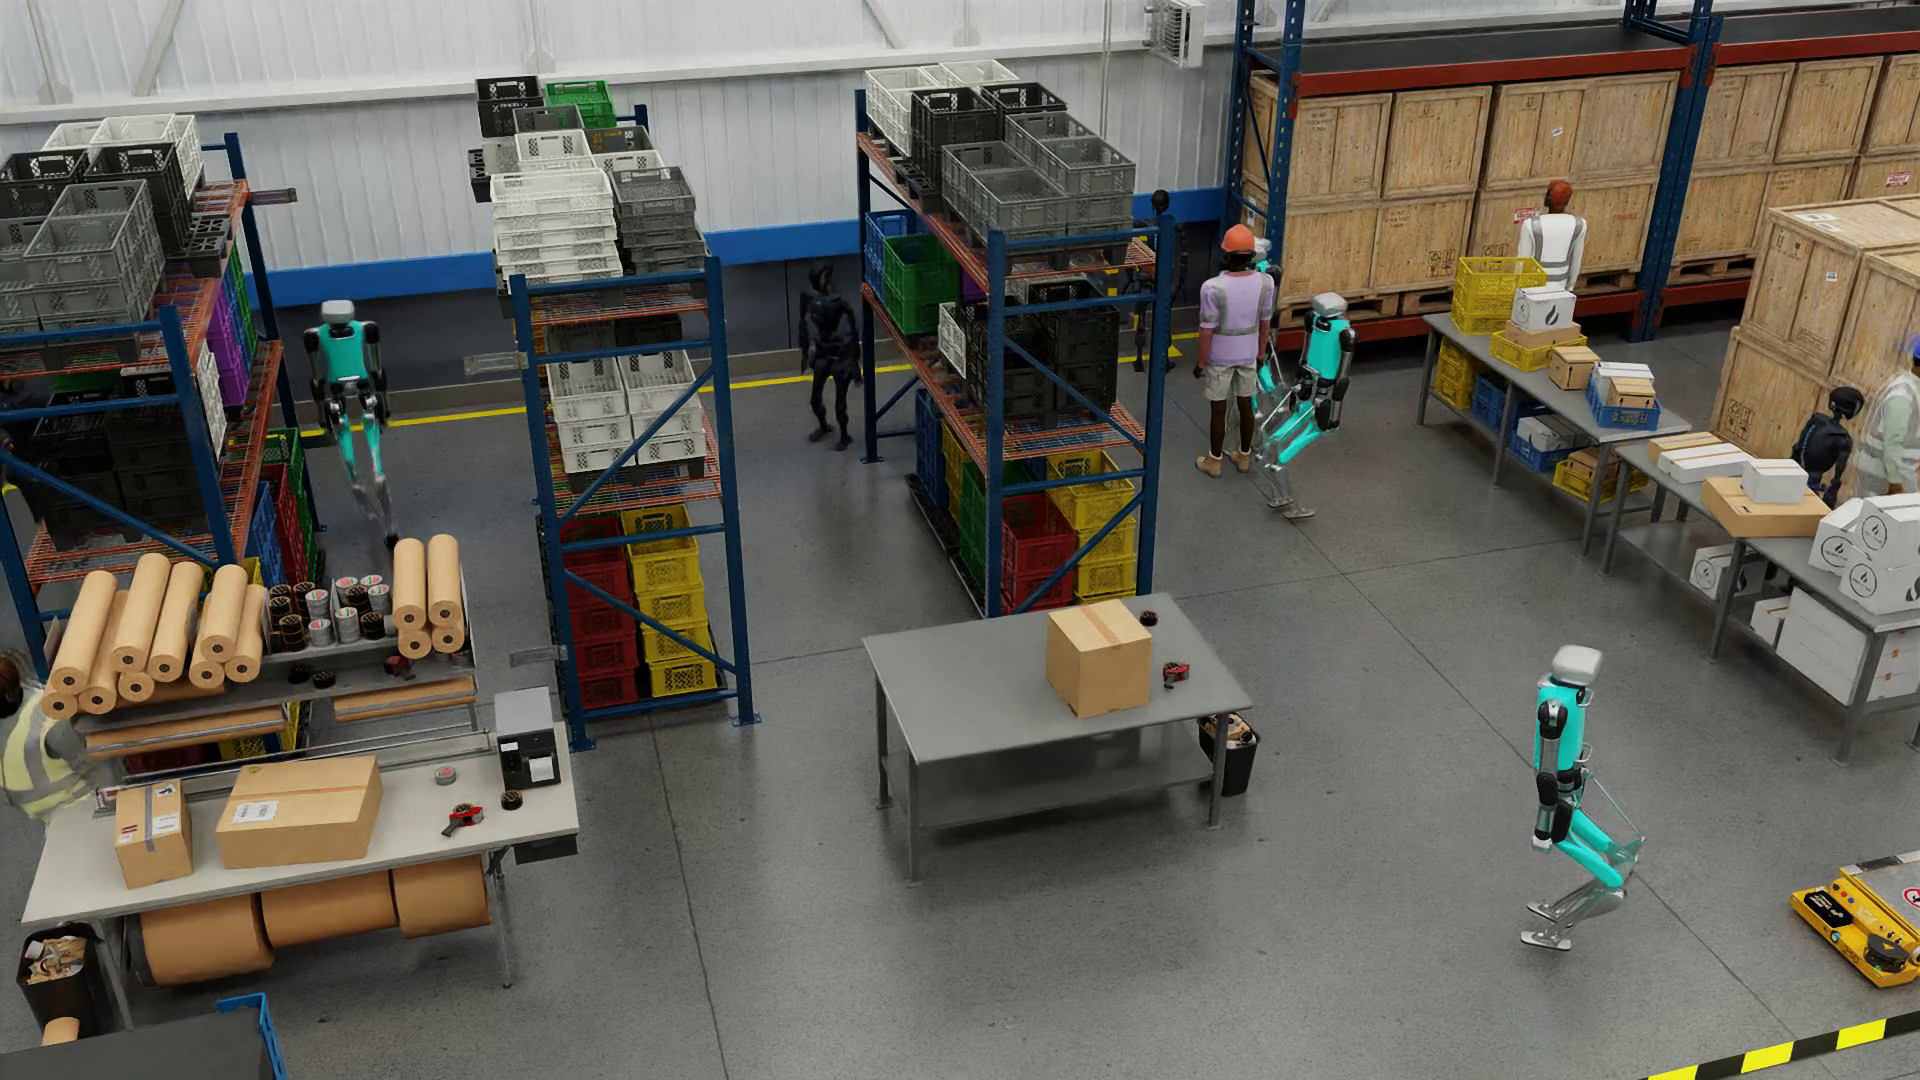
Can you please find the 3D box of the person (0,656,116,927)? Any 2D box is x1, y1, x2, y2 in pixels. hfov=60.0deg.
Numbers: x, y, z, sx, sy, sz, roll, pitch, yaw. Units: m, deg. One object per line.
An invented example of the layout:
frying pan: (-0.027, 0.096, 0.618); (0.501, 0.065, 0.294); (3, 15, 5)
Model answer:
person: (-4.468, 1.226, 8.365); (0.651, 1.790, 0.968); (14, 32, 24)

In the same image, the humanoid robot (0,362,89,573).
humanoid robot: (-6.485, -0.519, 11.640); (0.608, 1.645, 0.369); (1, 29, 3)

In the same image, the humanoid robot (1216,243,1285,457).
humanoid robot: (2.365, -1.447, 13.219); (0.530, 1.733, 0.718); (-14, 32, -24)

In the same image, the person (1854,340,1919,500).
person: (6.488, -0.470, 11.315); (0.636, 1.903, 0.915); (-24, 37, -36)

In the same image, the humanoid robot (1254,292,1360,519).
humanoid robot: (2.482, -0.964, 12.287); (0.741, 1.694, 0.531); (-13, 31, -23)

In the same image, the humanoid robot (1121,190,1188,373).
humanoid robot: (1.744, -2.321, 14.907); (0.599, 1.657, 0.315); (7, 29, 12)

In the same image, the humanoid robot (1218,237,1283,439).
humanoid robot: (2.416, -1.681, 13.687); (0.532, 1.796, 0.667); (16, 32, 26)

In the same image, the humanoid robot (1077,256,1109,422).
humanoid robot: (1.064, -1.632, 13.670); (0.334, 1.645, 0.610); (16, 33, 27)

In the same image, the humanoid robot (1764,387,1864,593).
humanoid robot: (5.717, -0.295, 11.258); (0.582, 1.629, 0.591); (-1, 29, -2)

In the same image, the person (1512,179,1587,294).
person: (5.093, -2.219, 14.525); (0.580, 1.880, 0.346); (-2, 29, -3)

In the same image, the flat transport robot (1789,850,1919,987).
flat transport robot: (5.163, 1.916, 8.676); (1.431, 0.231, 0.659); (-8, 30, -14)

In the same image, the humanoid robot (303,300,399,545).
humanoid robot: (-4.369, -0.780, 12.152); (0.548, 1.865, 0.798); (-14, 32, -23)

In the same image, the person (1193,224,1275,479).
person: (2.108, -1.457, 12.973); (0.606, 2.044, 0.389); (-8, 30, -13)

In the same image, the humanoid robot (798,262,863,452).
humanoid robot: (-1.033, -1.477, 13.402); (0.613, 1.640, 0.419); (15, 32, 25)

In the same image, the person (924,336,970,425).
person: (-0.007, -1.720, 13.726); (0.651, 1.772, 0.660); (6, 29, 10)

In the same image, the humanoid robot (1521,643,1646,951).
humanoid robot: (3.093, 1.311, 8.116); (0.735, 1.673, 0.533); (15, 32, 25)
